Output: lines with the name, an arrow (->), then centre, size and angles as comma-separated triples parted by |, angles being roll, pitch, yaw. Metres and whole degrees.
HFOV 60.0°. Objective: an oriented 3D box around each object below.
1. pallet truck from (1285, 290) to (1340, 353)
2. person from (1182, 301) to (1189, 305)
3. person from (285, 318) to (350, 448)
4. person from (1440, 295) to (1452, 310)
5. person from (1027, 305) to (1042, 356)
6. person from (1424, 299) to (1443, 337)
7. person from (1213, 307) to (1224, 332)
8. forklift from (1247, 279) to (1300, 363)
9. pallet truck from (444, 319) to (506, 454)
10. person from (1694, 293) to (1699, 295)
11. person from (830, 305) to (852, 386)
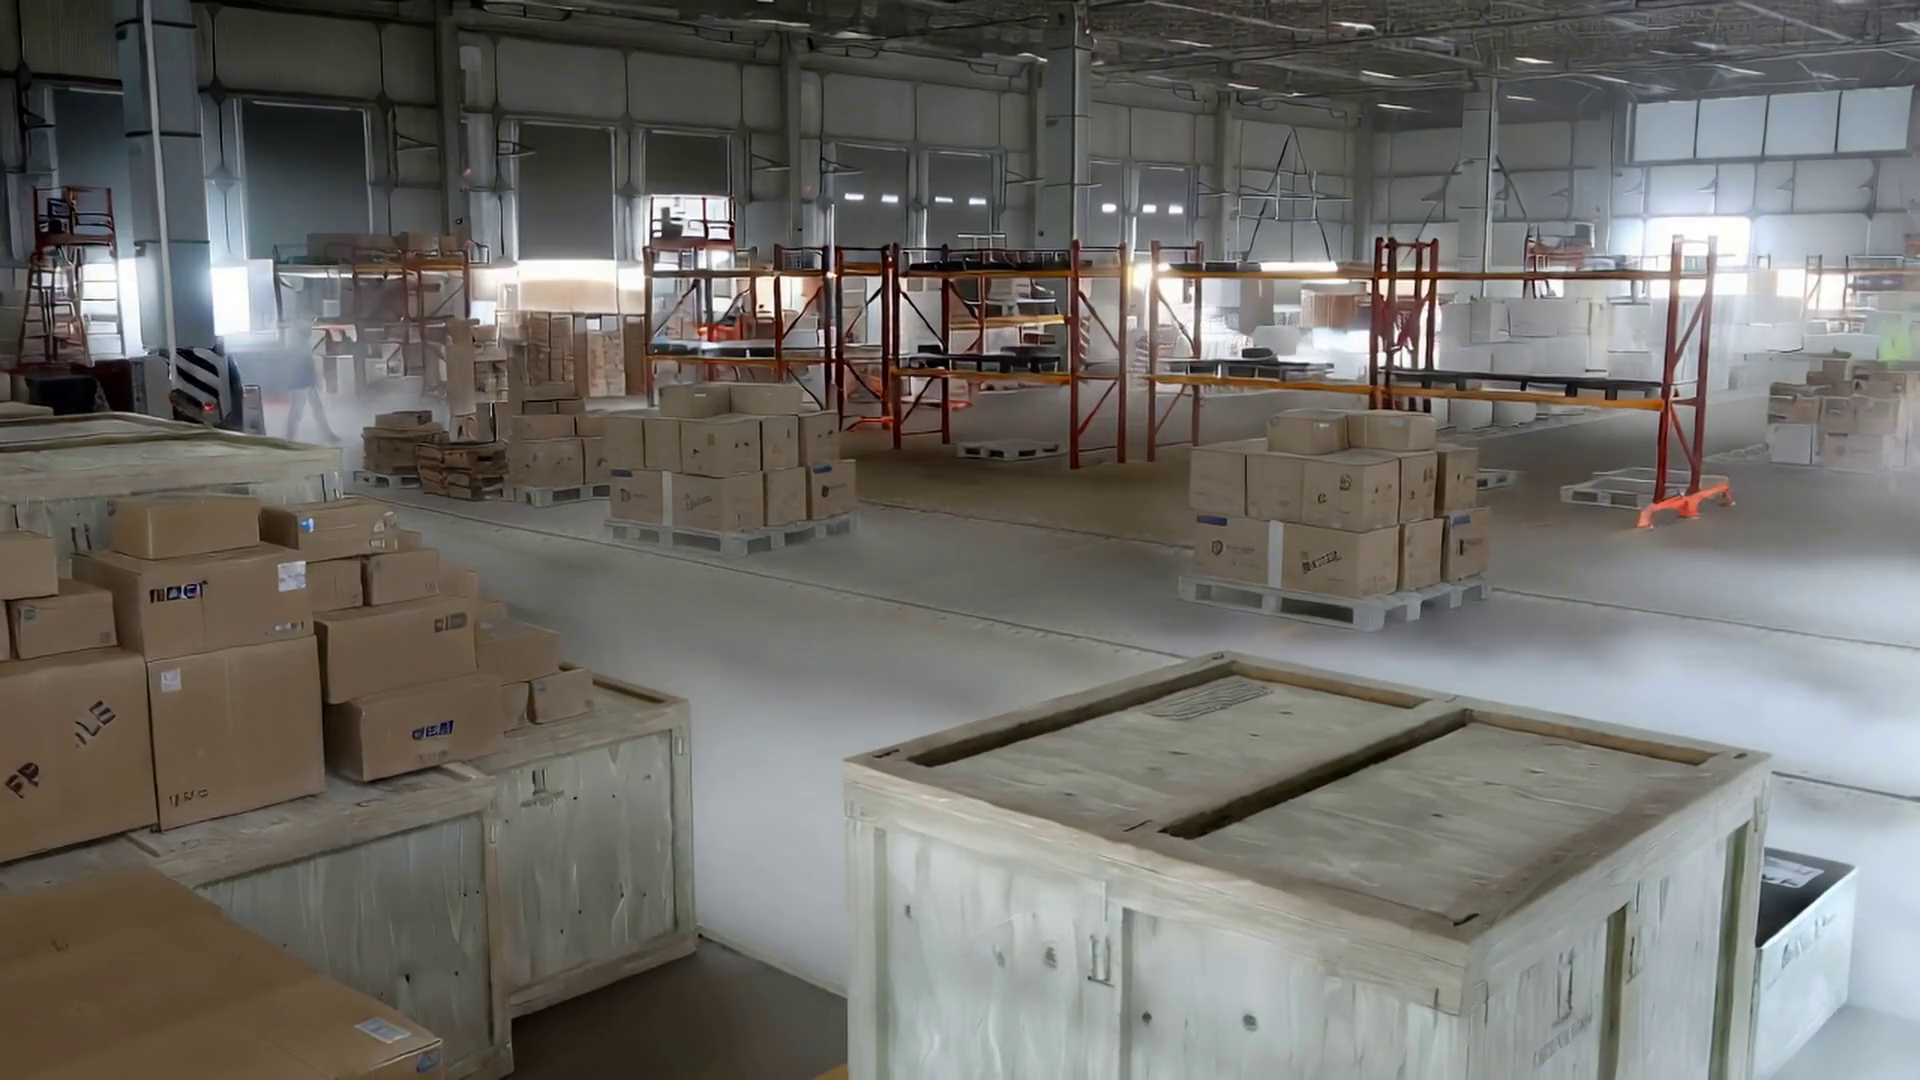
pallet truck -> 11.297, -6.951, 52.861 | 1.885, 1.965, 0.823 | -5, 11, -29
person -> 7.203, -6.786, 53.011 | 0.539, 1.614, 0.605 | -1, 9, -7
person -> -9.433, -2.248, 24.214 | 0.980, 1.934, 0.650 | -8, 12, -40
person -> 13.861, -6.076, 47.730 | 0.651, 1.918, 0.454 | 2, 9, 11
person -> 1.814, -5.223, 42.847 | 0.862, 1.817, 0.521 | -1, 9, -5
person -> 11.728, -4.976, 40.964 | 0.517, 1.928, 0.651 | -9, 13, -42
person -> 6.371, -4.972, 41.609 | 0.837, 1.713, 0.495 | 2, 9, 12
forklift -> 8.215, -6.142, 45.201 | 1.873, 2.768, 1.129 | 9, 13, 43
pallet truck -> -6.981, -1.942, 22.150 | 1.885, 1.965, 0.823 | 1, 9, 9
person -> 22.326, -6.527, 50.509 | 0.567, 1.913, 0.574 | 7, 12, 38
person -> -2.733, -4.335, 37.227 | 0.620, 1.858, 0.757 | 1, 9, 8
